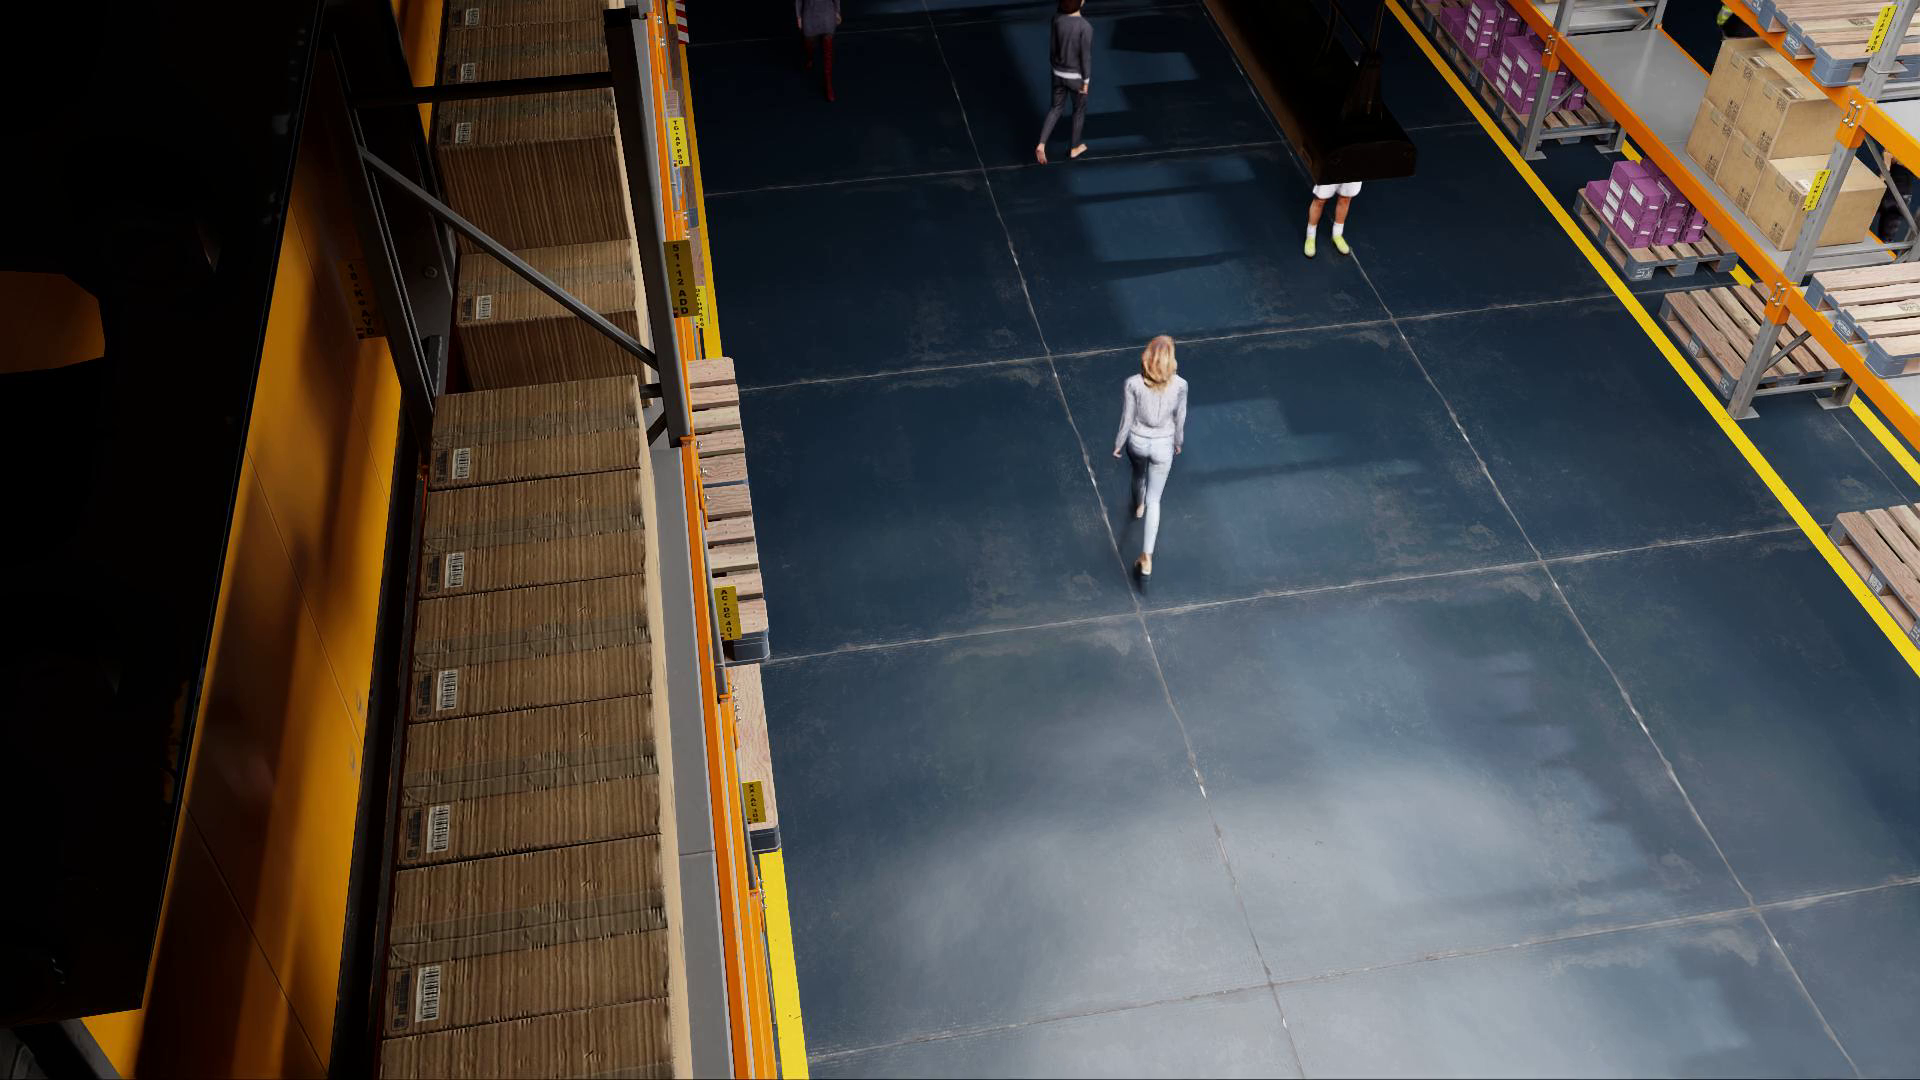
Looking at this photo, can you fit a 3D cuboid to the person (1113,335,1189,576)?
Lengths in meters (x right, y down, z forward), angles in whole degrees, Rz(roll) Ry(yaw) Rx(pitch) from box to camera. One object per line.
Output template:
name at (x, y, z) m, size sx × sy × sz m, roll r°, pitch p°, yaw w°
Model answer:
person at (1.317, -0.554, 11.532) m, size 0.908 × 1.746 × 1.287 m, roll 4°, pitch 44°, yaw 4°

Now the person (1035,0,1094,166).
person at (0.966, -4.287, 15.449) m, size 0.952 × 1.748 × 1.030 m, roll 24°, pitch 49°, yaw 23°

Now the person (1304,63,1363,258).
person at (3.302, -3.302, 14.350) m, size 0.628 × 1.836 × 0.538 m, roll -5°, pitch 44°, yaw -6°

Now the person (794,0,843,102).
person at (-1.426, -5.238, 16.484) m, size 0.651 × 1.696 × 0.912 m, roll -11°, pitch 45°, yaw -11°
